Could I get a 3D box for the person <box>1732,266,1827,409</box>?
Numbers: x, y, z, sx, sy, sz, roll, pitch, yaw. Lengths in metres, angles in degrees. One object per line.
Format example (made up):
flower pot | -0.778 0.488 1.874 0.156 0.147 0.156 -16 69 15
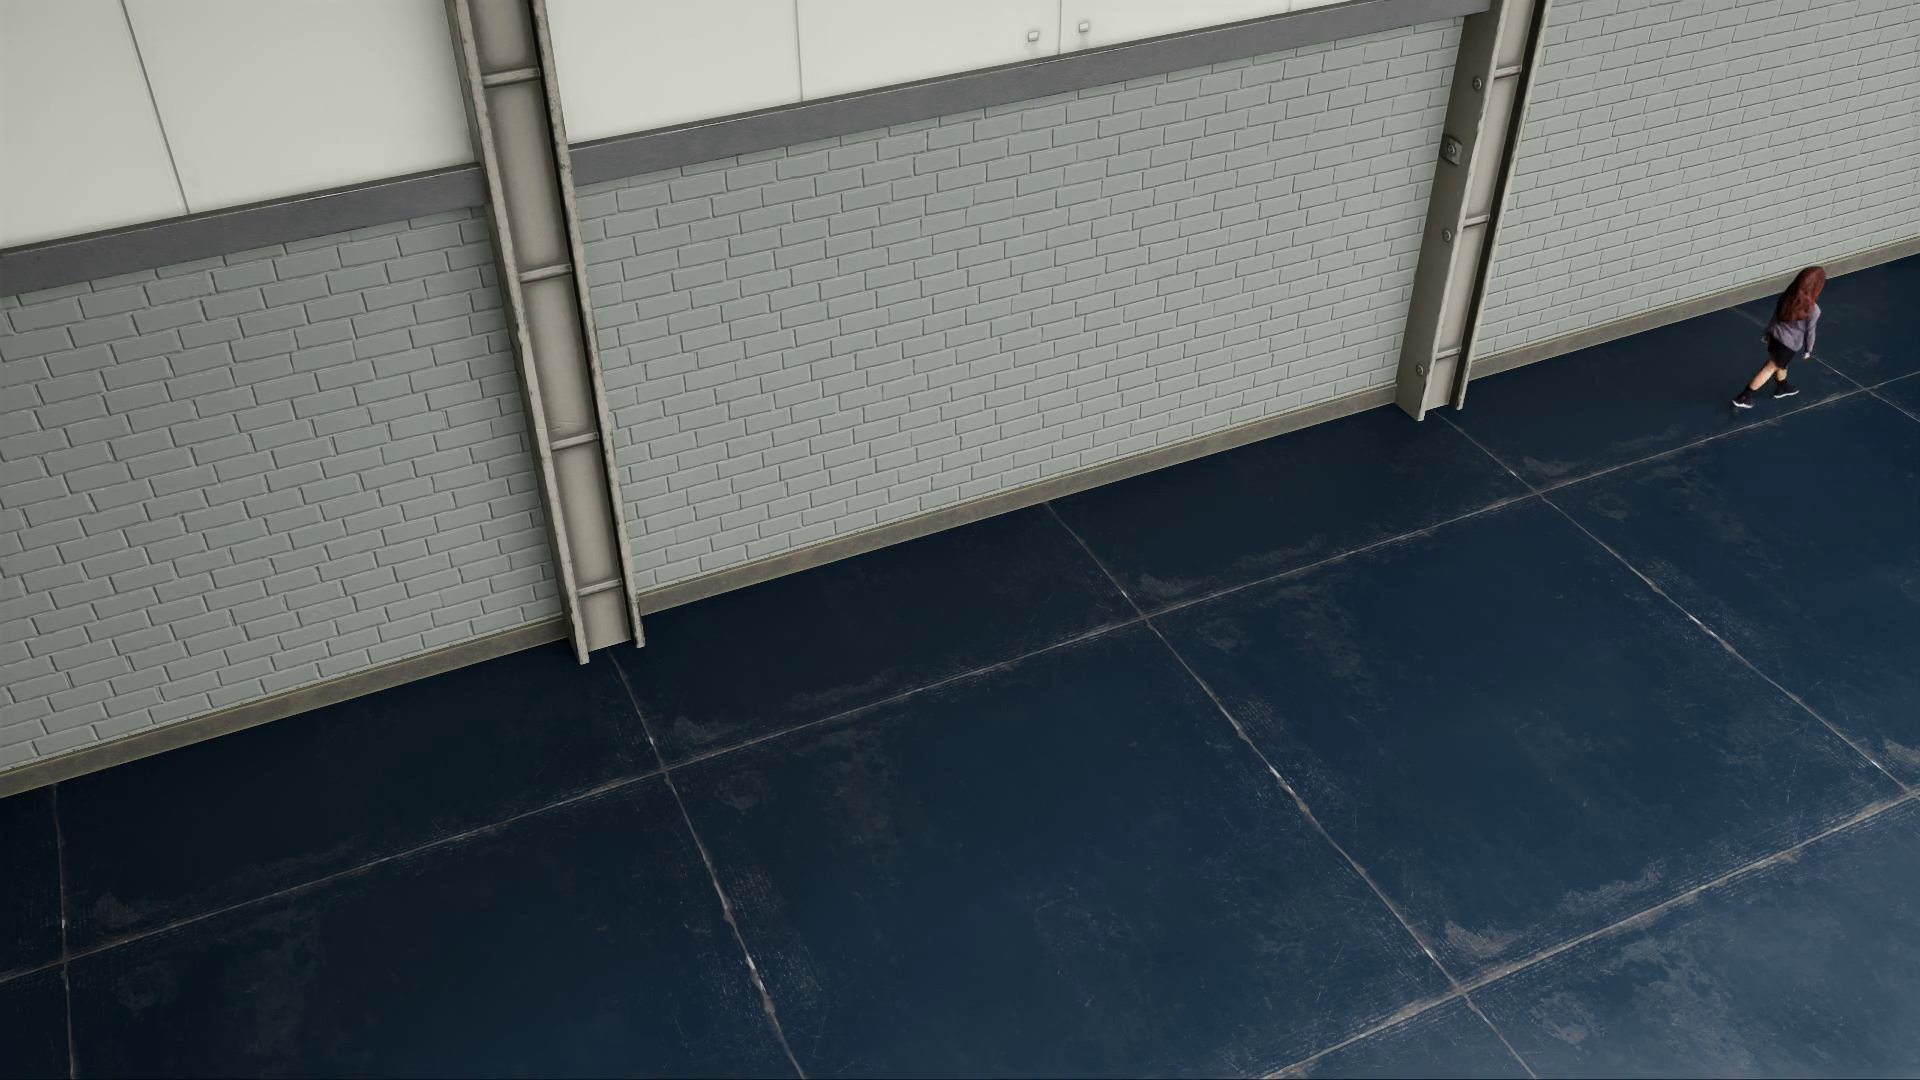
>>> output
person | 5.677 -1.381 11.517 0.811 1.074 0.531 -12 40 -15
